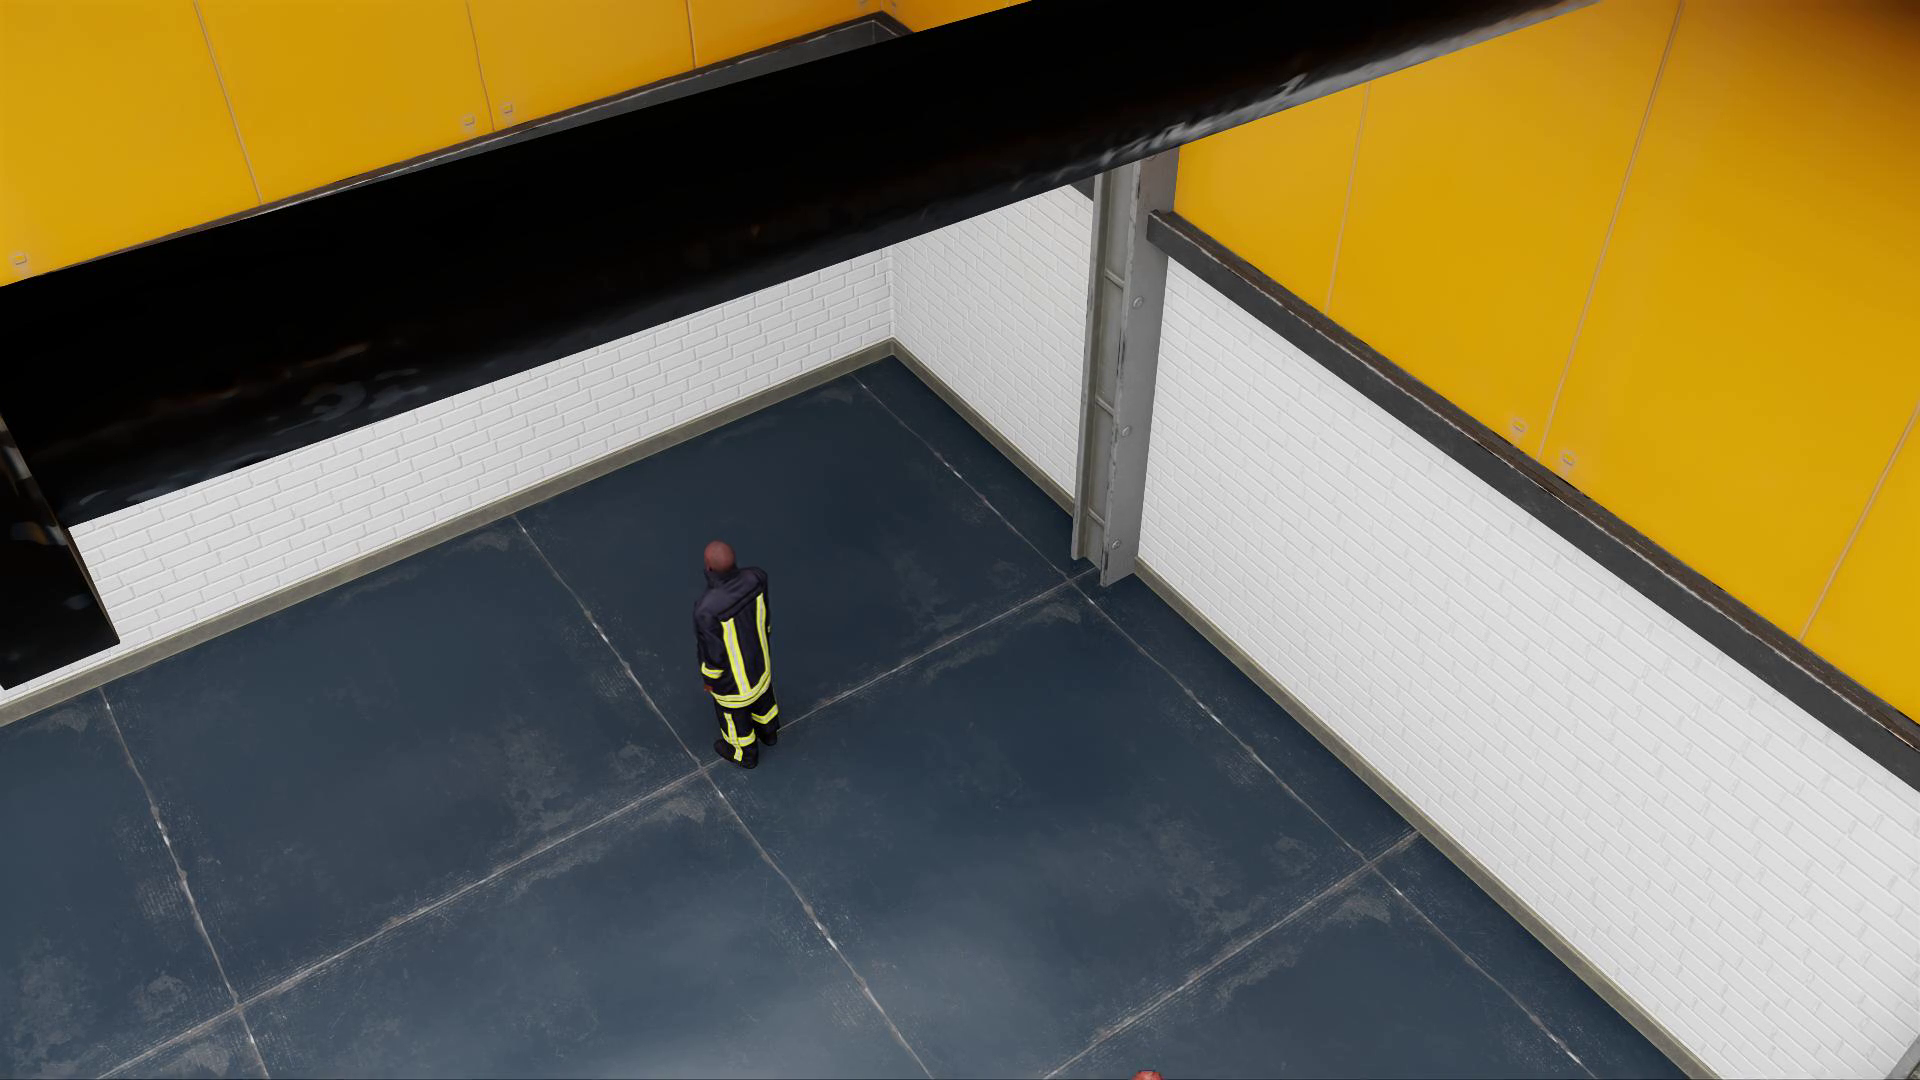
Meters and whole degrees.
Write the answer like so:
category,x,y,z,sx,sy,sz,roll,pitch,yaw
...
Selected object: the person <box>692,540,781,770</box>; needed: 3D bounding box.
category,x,y,z,sx,sy,sz,roll,pitch,yaw
person,-1.383,0.685,10.255,0.780,1.821,0.823,28,50,27
